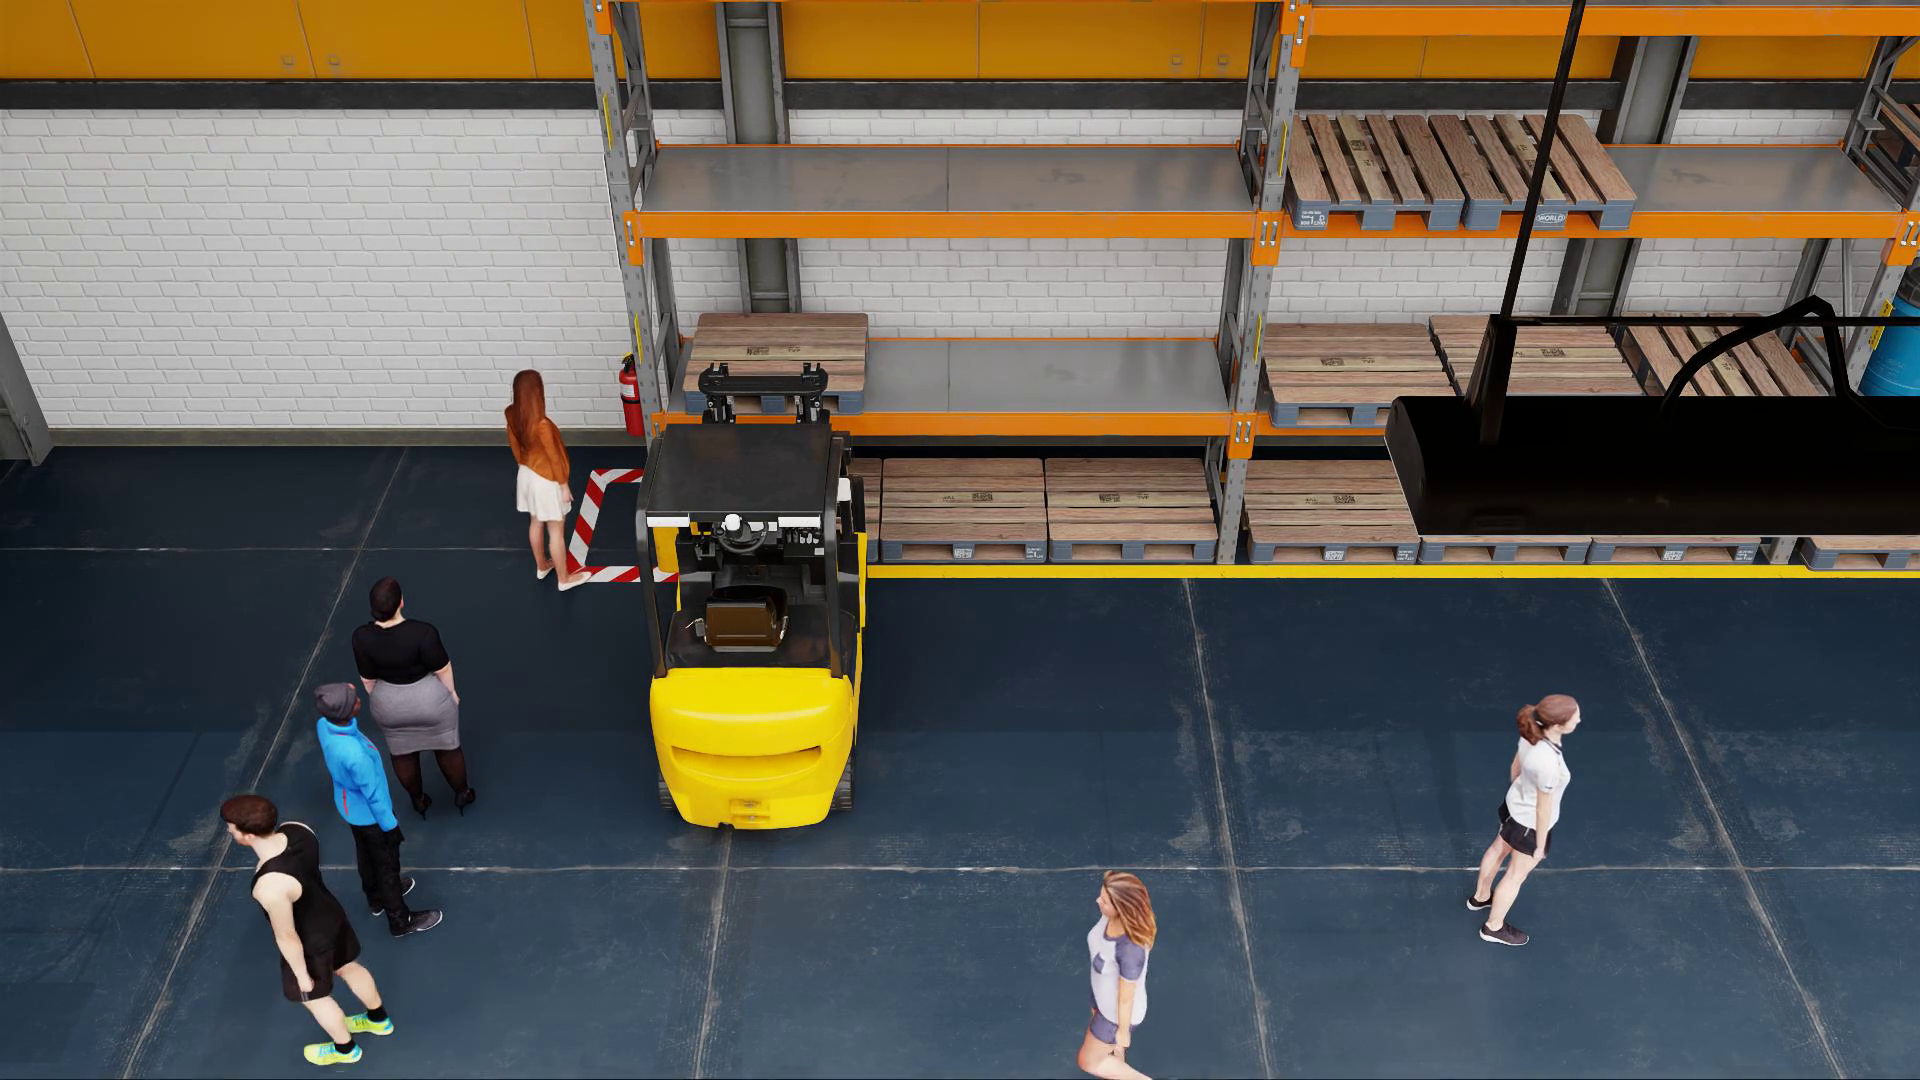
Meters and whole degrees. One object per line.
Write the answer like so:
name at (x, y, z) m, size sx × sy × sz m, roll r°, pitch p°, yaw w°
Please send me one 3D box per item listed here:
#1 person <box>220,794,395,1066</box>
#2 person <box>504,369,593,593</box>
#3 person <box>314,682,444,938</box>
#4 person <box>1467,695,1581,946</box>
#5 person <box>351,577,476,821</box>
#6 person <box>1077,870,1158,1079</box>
person at (-3.212, 1.939, 8.305) m, size 0.624 × 1.877 × 0.657 m, roll 1°, pitch 39°, yaw 2°
person at (-2.870, -0.405, 11.367) m, size 0.683 × 1.719 × 0.766 m, roll 25°, pitch 45°, yaw 27°
person at (-3.220, 1.449, 8.985) m, size 0.741 × 1.794 × 0.685 m, roll -31°, pitch 48°, yaw -33°
person at (3.049, 1.489, 8.969) m, size 0.558 × 1.752 × 0.577 m, roll -2°, pitch 39°, yaw -2°
person at (-3.173, 0.942, 9.649) m, size 0.576 × 1.758 × 0.747 m, roll -3°, pitch 39°, yaw -4°
person at (0.839, 2.231, 8.070) m, size 0.645 × 1.715 × 0.608 m, roll -1°, pitch 39°, yaw -1°
